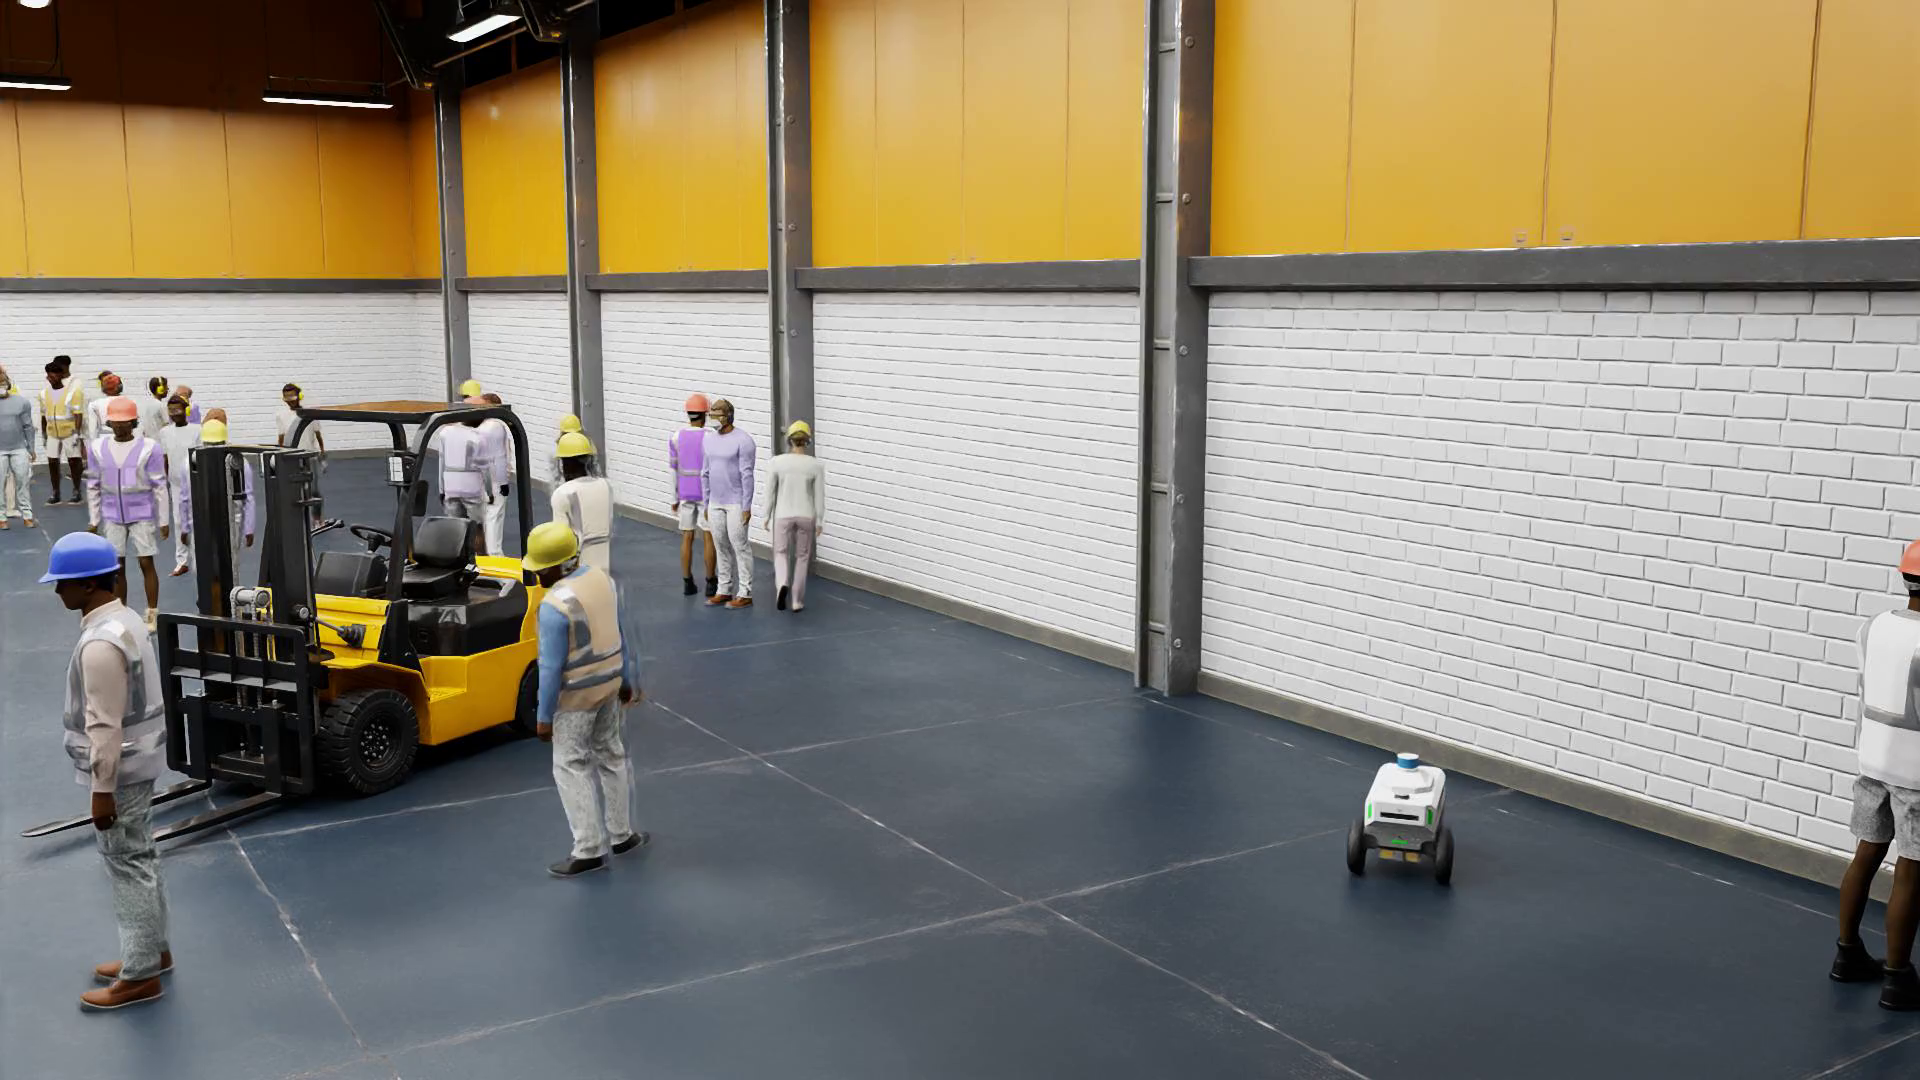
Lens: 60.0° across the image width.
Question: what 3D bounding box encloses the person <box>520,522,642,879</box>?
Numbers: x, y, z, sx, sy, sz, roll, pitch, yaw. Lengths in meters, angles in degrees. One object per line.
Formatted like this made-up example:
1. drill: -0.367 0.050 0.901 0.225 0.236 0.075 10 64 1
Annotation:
1. person: -1.869 0.769 8.325 0.406 1.788 0.727 3 9 21

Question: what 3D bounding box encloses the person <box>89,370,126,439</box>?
1. person: -11.722 -1.427 22.888 0.627 1.855 0.518 7 11 38

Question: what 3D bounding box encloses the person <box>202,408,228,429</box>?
1. person: -8.160 -0.634 18.274 0.288 1.626 0.509 -5 10 -32

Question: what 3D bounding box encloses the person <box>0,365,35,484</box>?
1. person: -14.165 -1.686 24.668 0.587 1.824 0.992 2 9 15

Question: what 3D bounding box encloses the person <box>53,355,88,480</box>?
1. person: -13.691 -1.878 25.624 0.620 1.946 0.432 5 10 33

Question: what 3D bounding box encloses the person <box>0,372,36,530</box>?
1. person: -11.627 -1.080 20.278 0.635 1.928 0.382 -7 11 -40

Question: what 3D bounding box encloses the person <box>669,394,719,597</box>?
1. person: -2.470 -0.421 15.843 0.602 1.929 0.405 2 9 15

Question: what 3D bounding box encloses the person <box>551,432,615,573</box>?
1. person: -2.701 0.191 11.749 0.477 1.911 0.603 6 10 34

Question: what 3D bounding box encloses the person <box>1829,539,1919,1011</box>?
1. person: 3.864 0.928 6.749 0.399 1.928 0.541 -2 9 -11

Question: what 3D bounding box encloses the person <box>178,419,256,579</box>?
1. person: -6.337 -0.127 14.195 0.620 1.813 0.439 -2 9 -13

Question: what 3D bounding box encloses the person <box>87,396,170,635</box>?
1. person: -6.984 -0.195 13.960 0.631 2.033 0.429 -1 9 -7

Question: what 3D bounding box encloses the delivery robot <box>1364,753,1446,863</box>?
1. delivery robot: 2.249 1.319 8.380 0.477 0.478 0.707 3 9 20

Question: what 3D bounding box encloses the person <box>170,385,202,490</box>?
1. person: -10.760 -1.335 23.029 0.562 1.608 0.594 3 9 22

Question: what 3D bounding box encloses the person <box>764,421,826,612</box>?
1. person: -1.476 -0.190 14.890 0.566 1.732 0.612 0 8 -3

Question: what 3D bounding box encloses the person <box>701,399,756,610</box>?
1. person: -2.117 -0.328 15.208 0.623 1.932 0.367 6 10 34

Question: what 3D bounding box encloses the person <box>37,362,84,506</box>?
1. person: -12.191 -1.440 22.563 0.619 1.956 0.429 0 8 -1

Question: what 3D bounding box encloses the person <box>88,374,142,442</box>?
1. person: -10.424 -1.103 20.574 0.583 1.881 0.350 -2 9 -13

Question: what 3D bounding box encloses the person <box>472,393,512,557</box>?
1. person: -4.957 -0.635 17.590 0.429 1.837 0.628 -8 12 -44

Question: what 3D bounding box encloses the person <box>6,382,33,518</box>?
1. person: -12.180 -1.154 21.355 0.534 1.752 0.358 5 10 29

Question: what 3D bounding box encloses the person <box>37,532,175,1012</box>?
1. person: -3.439 0.923 6.749 0.421 1.939 0.607 -3 9 -19

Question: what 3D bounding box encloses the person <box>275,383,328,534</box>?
1. person: -7.752 -0.937 19.601 0.544 1.837 0.432 -2 9 -12

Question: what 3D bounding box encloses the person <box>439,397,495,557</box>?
1. person: -4.928 -0.487 16.480 0.656 1.875 0.373 3 9 17

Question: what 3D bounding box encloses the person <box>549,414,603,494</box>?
1. person: -3.862 -0.431 16.683 0.546 1.698 0.853 -5 10 -31

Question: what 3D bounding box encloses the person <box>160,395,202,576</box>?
1. person: -7.880 -0.550 16.929 0.511 1.861 0.322 1 8 4

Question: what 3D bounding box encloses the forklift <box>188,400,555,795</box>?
1. forklift: -3.529 0.258 10.348 1.214 2.155 2.313 4 9 25
